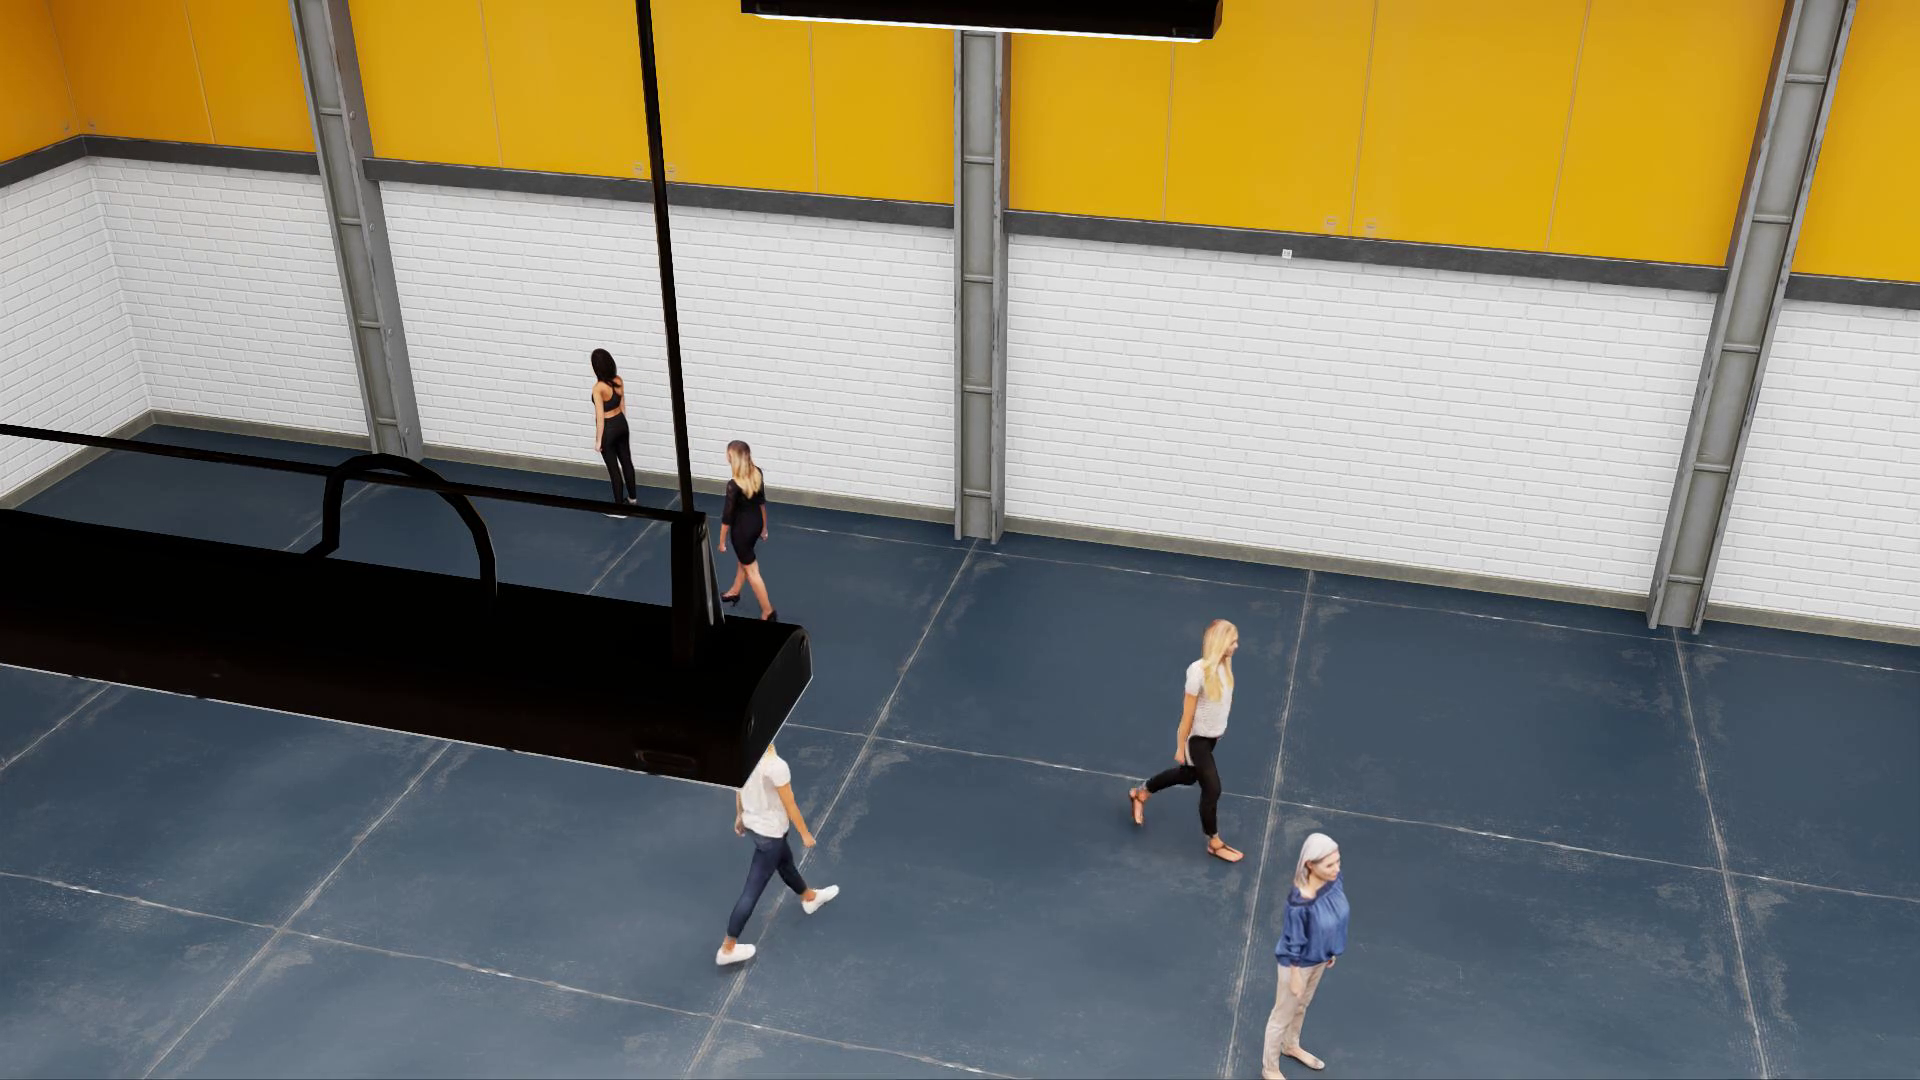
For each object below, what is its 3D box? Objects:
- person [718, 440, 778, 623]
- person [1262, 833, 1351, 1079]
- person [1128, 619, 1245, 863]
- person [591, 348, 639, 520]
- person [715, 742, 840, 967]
[{"bbox_3d":[-1.681,-0.017,13.521,0.949,1.647,0.718,15,32,26],"label":"person"},{"bbox_3d":[1.902,2.314,9.206,0.715,1.697,0.704,23,36,36],"label":"person"},{"bbox_3d":[1.482,1.290,10.979,1.197,1.785,0.866,20,35,32],"label":"person"},{"bbox_3d":[-3.190,-0.990,15.309,0.589,1.642,0.608,17,33,28],"label":"person"},{"bbox_3d":[-1.245,1.817,10.046,1.144,1.755,1.183,-21,35,-33],"label":"person"}]
